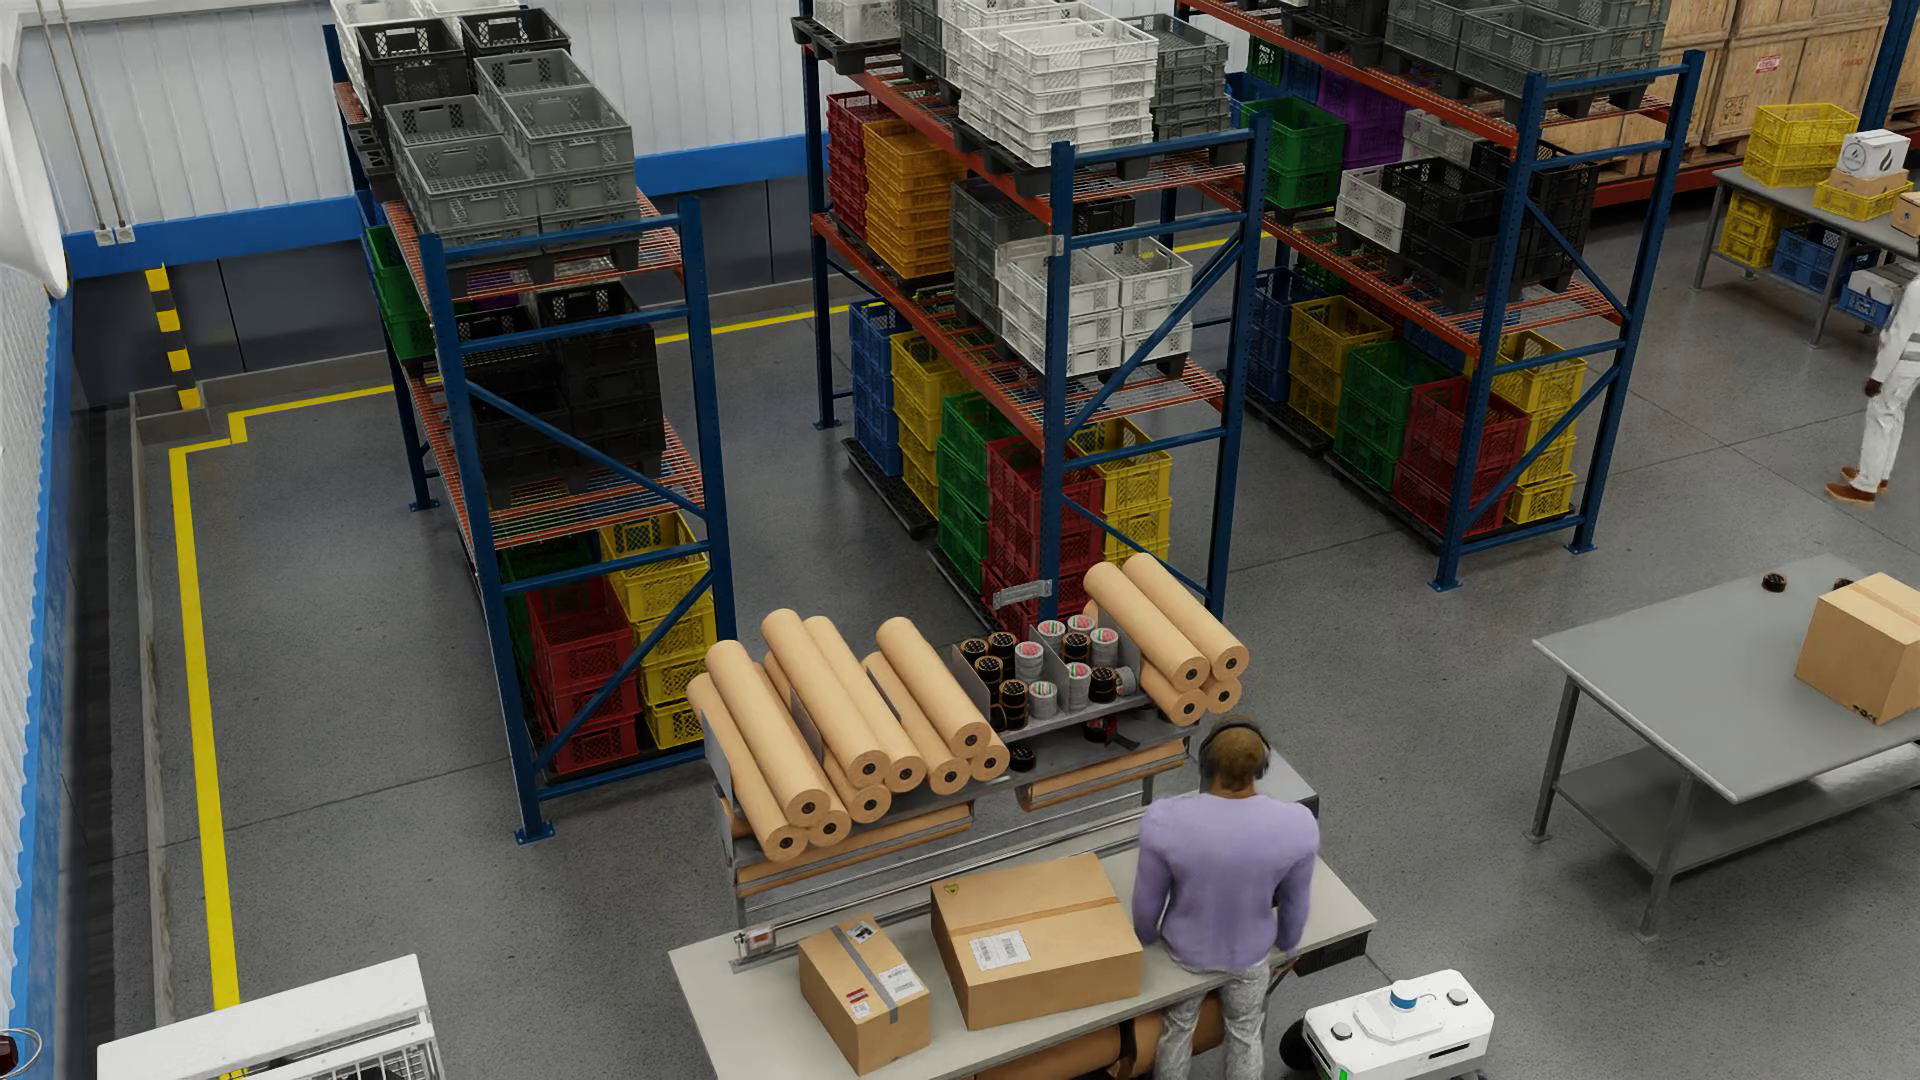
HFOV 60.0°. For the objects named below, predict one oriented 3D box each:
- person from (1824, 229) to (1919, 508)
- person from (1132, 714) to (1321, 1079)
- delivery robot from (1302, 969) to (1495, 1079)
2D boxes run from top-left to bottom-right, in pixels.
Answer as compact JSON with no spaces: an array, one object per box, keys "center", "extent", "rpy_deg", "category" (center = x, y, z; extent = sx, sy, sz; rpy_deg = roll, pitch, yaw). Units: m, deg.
[{"center":[5.781,-1.097,10.200],"extent":[0.624,1.878,0.367],"rpy_deg":[-24,39,-34],"category":"person"},{"center":[0.933,1.450,6.023],"extent":[0.629,1.932,0.369],"rpy_deg":[1,32,2],"category":"person"},{"center":[1.701,1.919,6.473],"extent":[0.707,0.478,0.477],"rpy_deg":[-11,33,-17],"category":"delivery robot"}]
